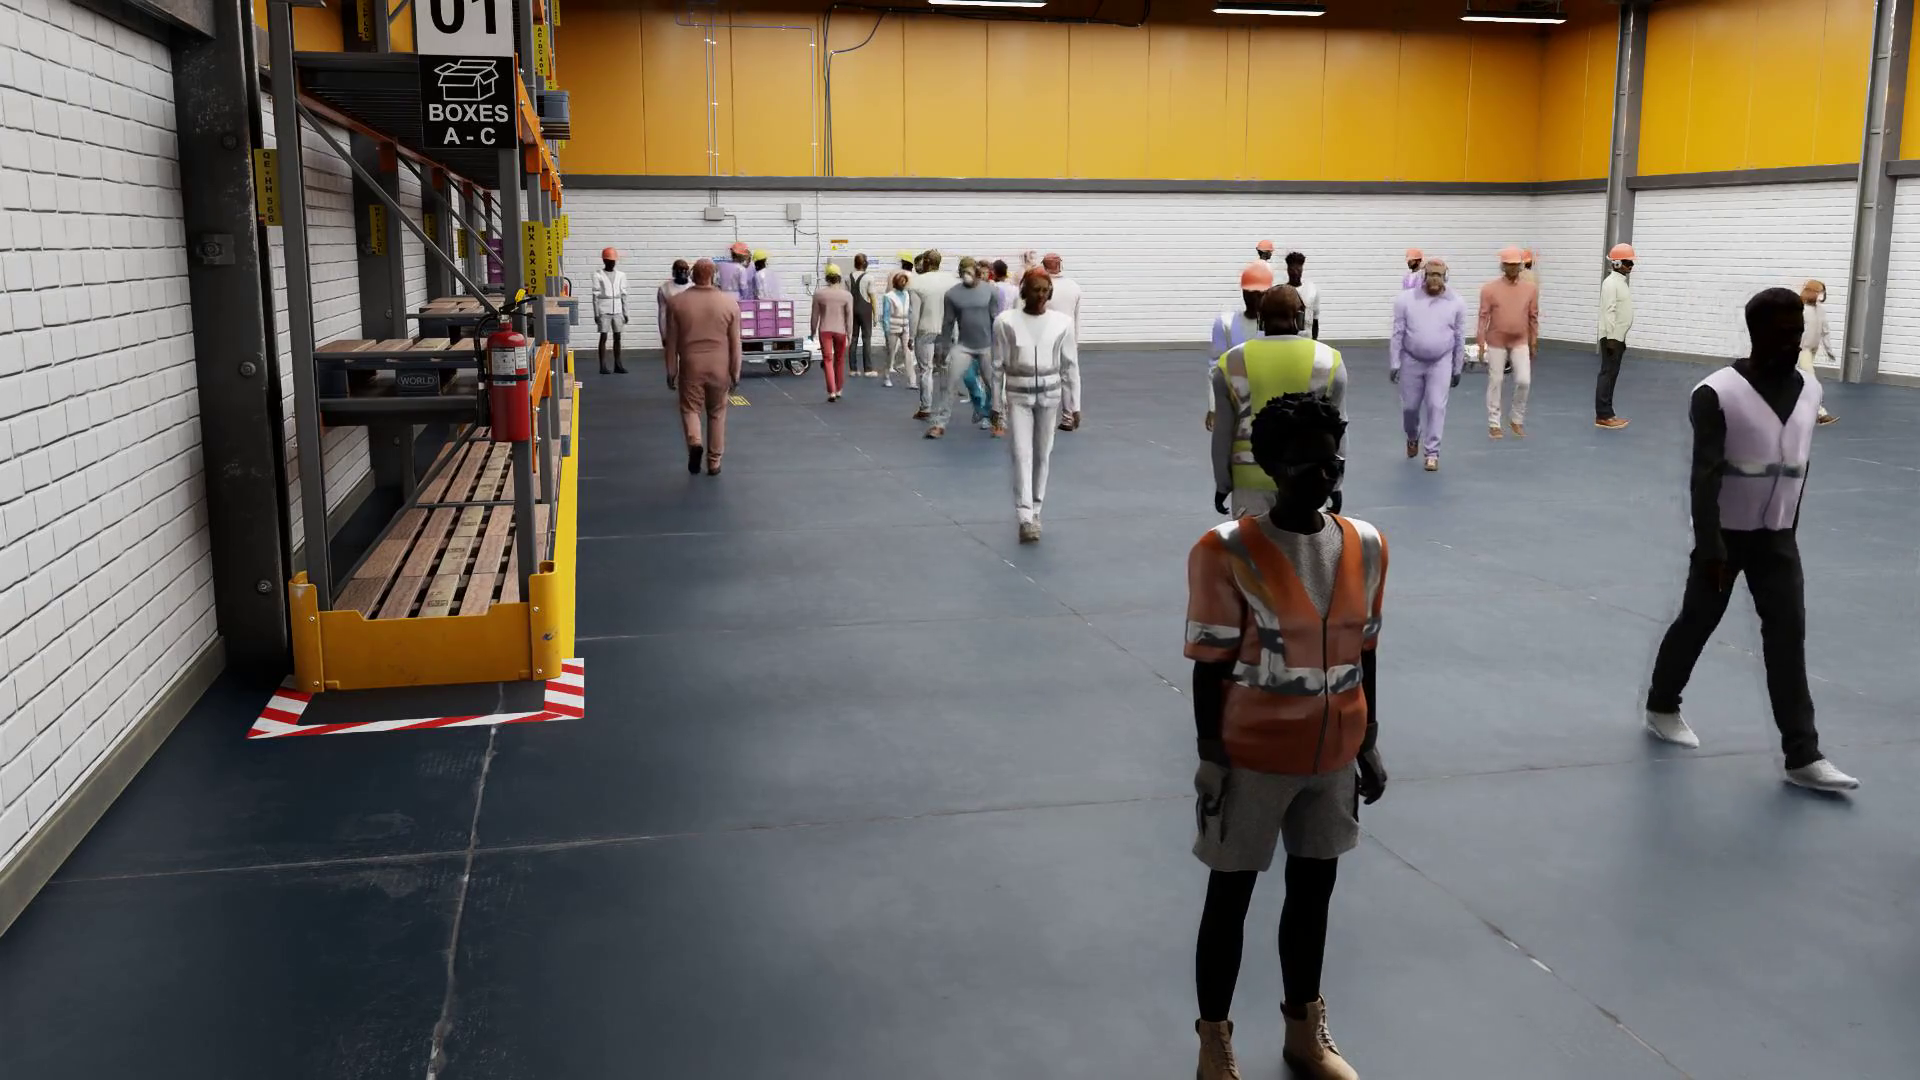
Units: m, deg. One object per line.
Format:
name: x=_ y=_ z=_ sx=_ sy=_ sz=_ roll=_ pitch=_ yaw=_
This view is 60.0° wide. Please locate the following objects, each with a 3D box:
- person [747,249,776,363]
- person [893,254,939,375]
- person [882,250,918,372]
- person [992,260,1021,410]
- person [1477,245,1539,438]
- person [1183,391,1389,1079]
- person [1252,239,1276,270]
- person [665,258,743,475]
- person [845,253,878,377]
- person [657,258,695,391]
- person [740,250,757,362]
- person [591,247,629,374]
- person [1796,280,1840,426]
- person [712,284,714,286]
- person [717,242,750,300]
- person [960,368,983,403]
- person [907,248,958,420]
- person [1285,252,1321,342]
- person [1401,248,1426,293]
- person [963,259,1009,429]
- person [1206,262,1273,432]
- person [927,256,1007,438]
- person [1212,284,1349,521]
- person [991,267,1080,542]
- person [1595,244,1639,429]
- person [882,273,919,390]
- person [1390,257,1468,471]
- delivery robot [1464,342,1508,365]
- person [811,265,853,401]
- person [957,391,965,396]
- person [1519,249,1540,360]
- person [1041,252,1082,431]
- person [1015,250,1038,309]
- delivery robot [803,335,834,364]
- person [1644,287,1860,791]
person: x=-3.150 y=-3.859 z=27.529 sx=0.806 sy=1.895 sz=0.607 roll=5 pitch=12 yaw=28
person: x=-0.645 y=-3.377 z=25.046 sx=0.963 sy=1.811 sz=0.582 roll=-6 pitch=12 yaw=-32
person: x=-0.835 y=-3.538 z=25.781 sx=0.613 sy=1.867 sz=0.974 roll=10 pitch=14 yaw=43
person: x=0.458 y=-2.384 z=19.591 sx=0.531 sy=1.809 sz=0.976 roll=2 pitch=10 yaw=9
person: x=5.605 y=-2.008 z=17.020 sx=0.635 sy=1.977 sz=0.565 roll=1 pitch=10 yaw=5
person: x=0.766 y=0.498 z=3.900 sx=0.532 sy=1.696 sz=0.319 roll=-4 pitch=11 yaw=-21
person: x=5.075 y=-4.004 z=27.879 sx=0.387 sy=2.045 sz=0.605 roll=-4 pitch=11 yaw=-19
person: x=-2.185 y=-1.468 z=14.257 sx=0.657 sy=1.885 sz=0.594 roll=-2 pitch=10 yaw=-9
person: x=-1.473 y=-3.341 z=24.762 sx=0.516 sy=1.842 sz=0.328 roll=5 pitch=11 yaw=26
person: x=-3.415 y=-2.565 z=20.549 sx=0.621 sy=1.819 sz=0.829 roll=-4 pitch=11 yaw=-23
person: x=-3.560 y=-3.921 z=27.829 sx=0.639 sy=1.900 sz=0.536 roll=5 pitch=11 yaw=24
person: x=-5.321 y=-3.488 z=25.339 sx=0.546 sy=1.935 sz=0.386 roll=-7 pitch=13 yaw=-35
person: x=9.397 y=-2.057 z=18.339 sx=0.518 sy=1.585 sz=0.847 roll=-6 pitch=12 yaw=-31
person: x=-4.323 y=-3.869 z=28.145 sx=0.350 sy=1.673 sz=0.616 roll=-9 pitch=13 yaw=-40
person: x=-3.701 y=-3.820 z=26.992 sx=0.643 sy=1.999 sz=0.600 roll=8 pitch=13 yaw=39
person: x=0.310 y=-2.485 z=20.665 sx=0.587 sy=1.615 sz=0.523 roll=2 pitch=10 yaw=13
person: x=-0.311 y=-2.325 z=18.869 sx=0.633 sy=1.940 sz=0.368 roll=-5 pitch=11 yaw=-26
person: x=3.583 y=-2.158 z=18.025 sx=0.623 sy=1.917 sz=1.018 roll=1 pitch=10 yaw=3
person: x=6.850 y=-3.449 z=25.151 sx=0.406 sy=1.920 sz=0.576 roll=-5 pitch=11 yaw=-26
person: x=0.262 y=-2.117 z=18.020 sx=0.582 sy=1.831 sz=0.430 roll=3 pitch=11 yaw=19
person: x=1.983 y=-0.941 z=11.331 sx=0.546 sy=1.904 sz=0.930 roll=3 pitch=11 yaw=17
person: x=0.081 y=-1.962 z=17.091 sx=0.743 sy=1.892 sz=0.598 roll=3 pitch=11 yaw=16
person: x=1.474 y=-0.255 z=7.691 sx=0.619 sy=1.838 sz=0.430 roll=2 pitch=10 yaw=12
person: x=0.525 y=-0.932 z=11.396 sx=0.603 sy=1.851 sz=0.813 roll=-1 pitch=10 yaw=-8
person: x=7.135 y=-2.216 z=18.109 sx=0.375 sy=1.995 sz=0.611 roll=6 pitch=12 yaw=30
person: x=-0.856 y=-2.877 z=22.886 sx=0.534 sy=1.593 sz=0.871 roll=-6 pitch=12 yaw=-29
person: x=4.199 y=-1.587 z=14.925 sx=0.652 sy=1.887 sz=0.685 roll=3 pitch=11 yaw=18
delivery robot: x=8.110 y=-2.894 z=25.598 sx=0.707 sy=0.478 sz=0.477 roll=0 pitch=10 yaw=2
person: x=-1.630 y=-2.636 z=21.207 sx=0.539 sy=1.722 sz=0.909 roll=-2 pitch=10 yaw=-8
person: x=0.212 y=-2.640 z=21.600 sx=0.868 sy=1.572 sz=0.493 roll=2 pitch=10 yaw=12
person: x=9.574 y=-3.968 z=28.148 sx=0.574 sy=1.888 sz=0.363 roll=-7 pitch=12 yaw=-33
person: x=0.975 y=-2.092 z=17.679 sx=0.643 sy=1.905 sz=0.399 roll=-6 pitch=12 yaw=-31
person: x=1.031 y=-3.705 z=26.681 sx=0.662 sy=1.889 sz=0.652 roll=4 pitch=11 yaw=22
delivery robot: x=-2.313 y=-2.944 z=25.878 sx=0.707 sy=0.478 sz=0.477 roll=-5 pitch=11 yaw=-27
person: x=3.021 y=-0.030 z=6.377 sx=0.610 sy=1.863 sz=1.020 roll=-3 pitch=11 yaw=-17
